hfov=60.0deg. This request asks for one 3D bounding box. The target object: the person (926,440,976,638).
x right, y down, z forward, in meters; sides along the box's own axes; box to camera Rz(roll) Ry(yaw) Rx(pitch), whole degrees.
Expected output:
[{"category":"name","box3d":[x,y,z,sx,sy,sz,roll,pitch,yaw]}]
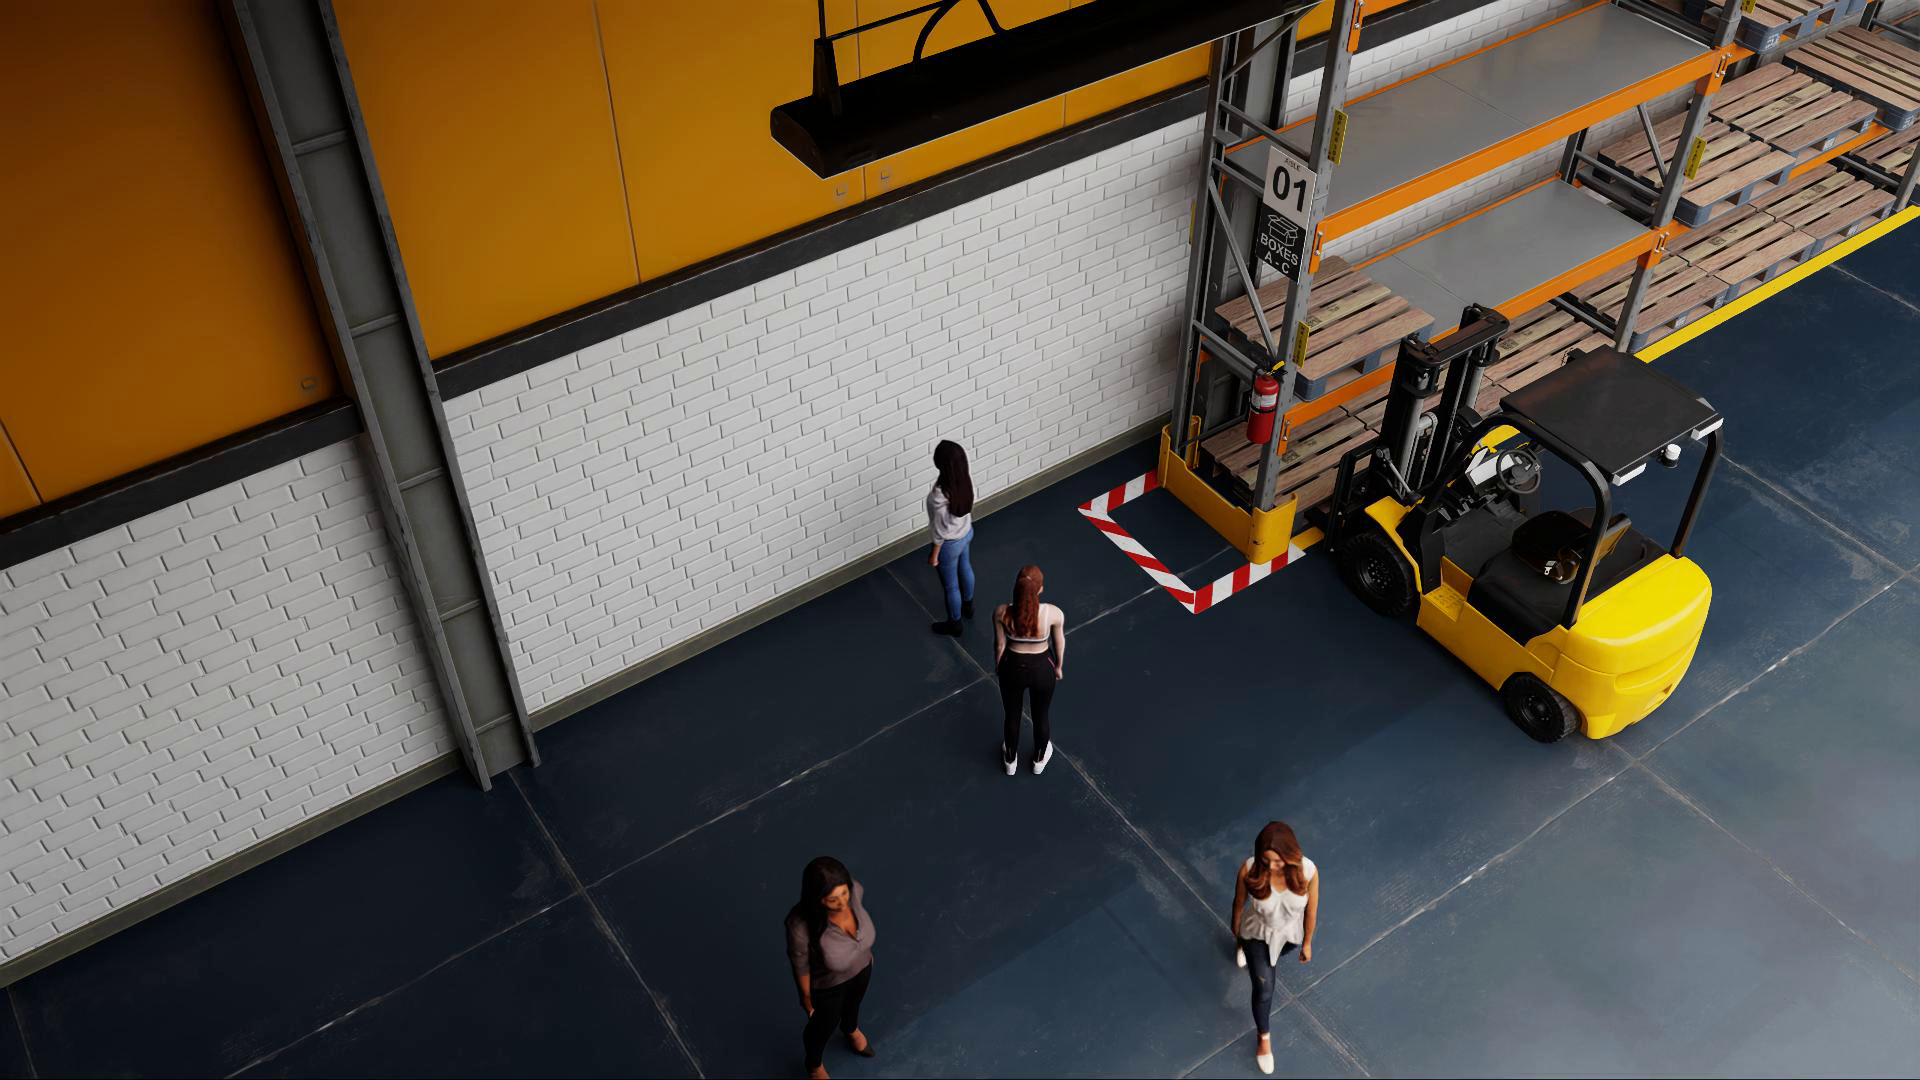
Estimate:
[{"category":"person","box3d":[-0.045,-0.013,11.052,0.741,1.632,0.612,19,47,19]}]

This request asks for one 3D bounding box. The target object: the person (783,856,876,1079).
[{"category":"person","box3d":[-0.659,2.221,8.555,0.761,1.842,0.614,31,52,29]}]

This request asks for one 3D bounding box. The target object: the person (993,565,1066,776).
[{"category":"person","box3d":[0.409,0.804,10.114,0.654,1.741,0.732,3,44,3]}]

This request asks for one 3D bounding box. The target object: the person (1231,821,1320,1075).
[{"category":"person","box3d":[1.657,1.993,8.863,1.113,1.745,1.030,-3,44,-3]}]
